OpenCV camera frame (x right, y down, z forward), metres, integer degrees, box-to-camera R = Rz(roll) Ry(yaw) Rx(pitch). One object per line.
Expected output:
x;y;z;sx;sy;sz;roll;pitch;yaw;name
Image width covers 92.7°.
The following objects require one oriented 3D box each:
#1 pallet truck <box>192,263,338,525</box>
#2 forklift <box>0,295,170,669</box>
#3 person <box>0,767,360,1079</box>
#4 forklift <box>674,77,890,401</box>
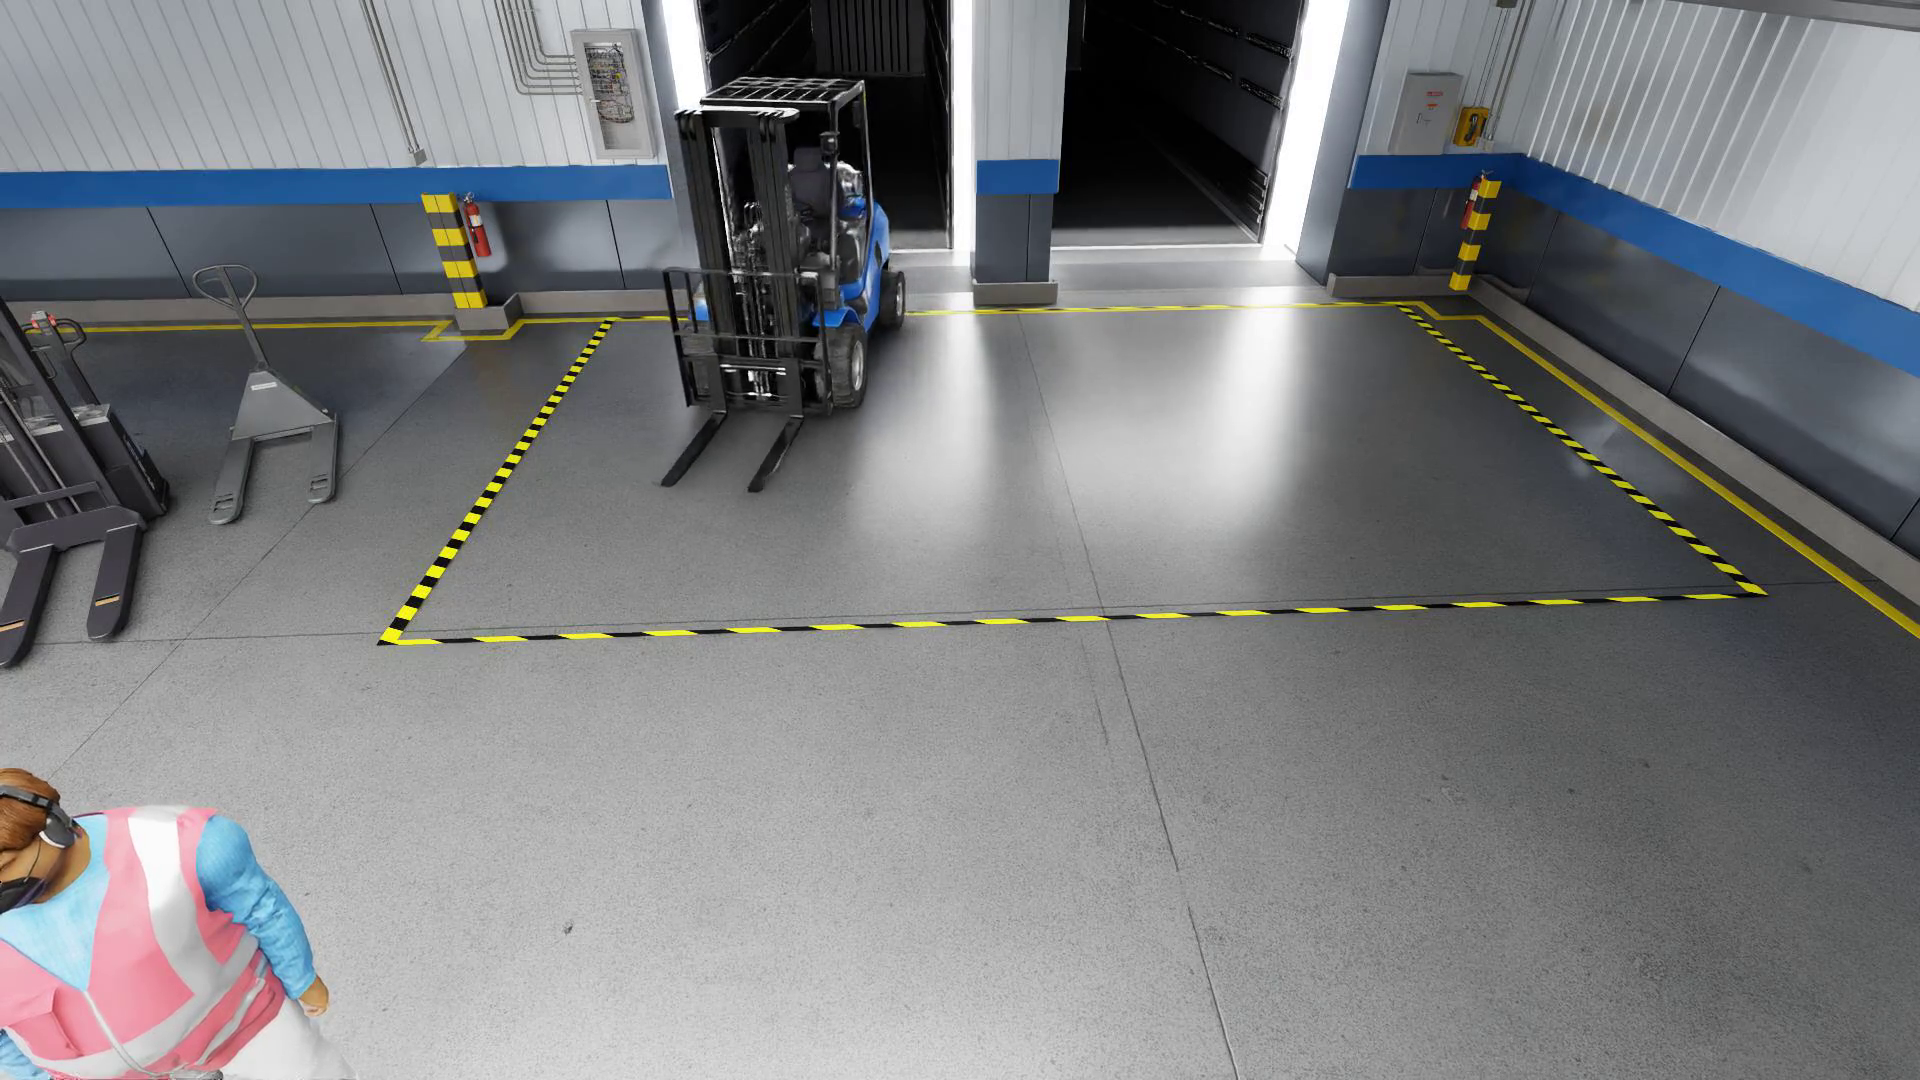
-4.778;-1.027;6.128;0.680;1.201;1.601;-17;38;-23;pallet truck
-5.212;-0.618;4.878;0.823;1.965;1.885;-20;39;-26;forklift
-1.984;1.244;2.338;0.625;1.842;0.430;-18;39;-24;person
-1.324;-2.518;7.293;1.157;2.036;2.680;4;35;6;forklift
